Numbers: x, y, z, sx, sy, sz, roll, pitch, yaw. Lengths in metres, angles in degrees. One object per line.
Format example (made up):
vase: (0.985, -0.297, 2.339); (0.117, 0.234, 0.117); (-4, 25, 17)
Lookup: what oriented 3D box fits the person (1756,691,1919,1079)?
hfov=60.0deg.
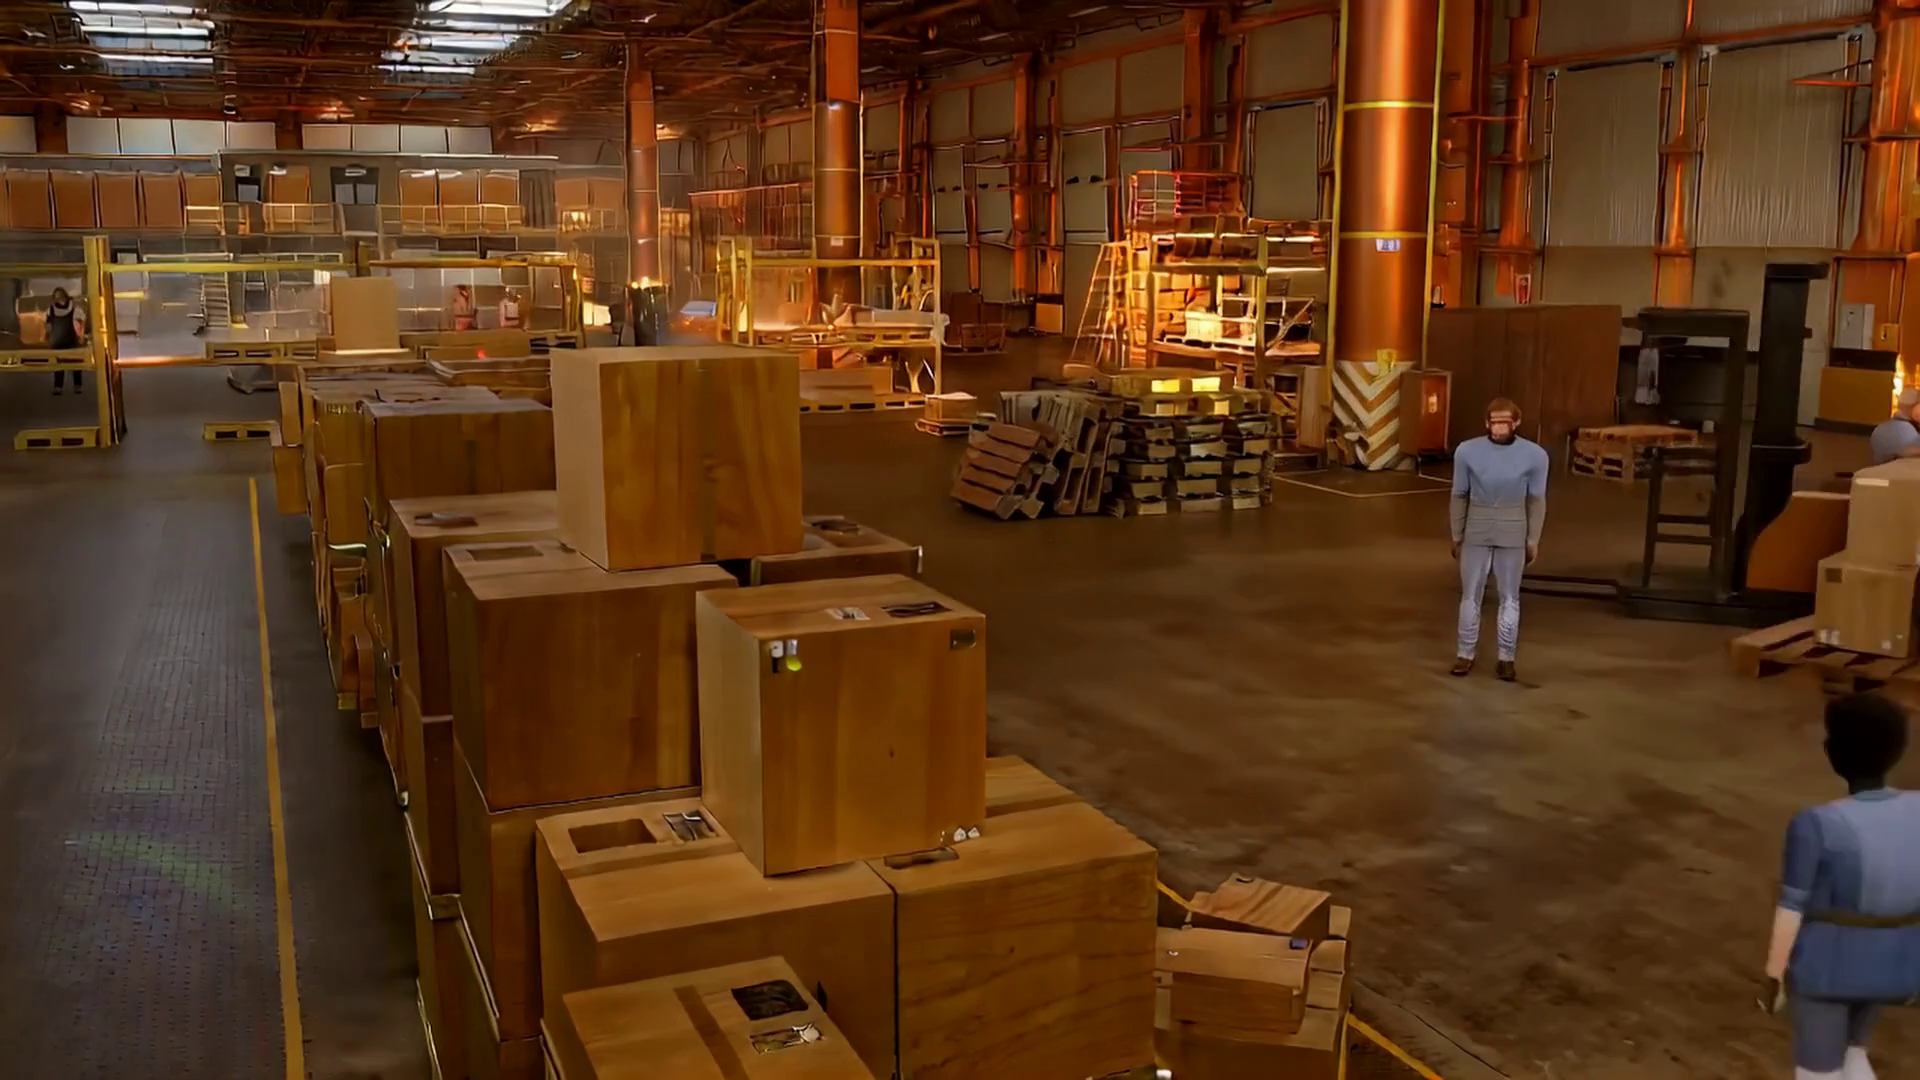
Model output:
person: (2.624, 1.274, 4.929); (0.546, 1.682, 0.371); (-2, 11, -14)

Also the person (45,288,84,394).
person: (-17.363, -3.858, 32.266); (0.673, 2.000, 0.536); (-3, 11, -17)

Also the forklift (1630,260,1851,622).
forklift: (6.407, -0.794, 13.062); (1.873, 2.768, 1.129); (5, 11, 25)

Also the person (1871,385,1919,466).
person: (6.960, -0.190, 12.367); (0.371, 1.930, 0.636); (1, 10, 3)

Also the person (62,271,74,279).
person: (-27.332, -7.265, 51.163); (0.378, 1.996, 0.610); (-4, 11, -21)

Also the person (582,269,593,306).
person: (-13.327, -8.713, 59.401); (0.584, 1.911, 0.391); (7, 13, 34)

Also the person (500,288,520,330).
person: (-10.432, -4.878, 38.397); (0.806, 1.863, 0.587); (6, 12, 31)

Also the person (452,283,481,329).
person: (-11.918, -5.262, 40.359); (0.848, 1.917, 0.609); (7, 12, 32)

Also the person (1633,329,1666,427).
person: (10.240, -2.312, 24.699); (0.458, 1.682, 0.541); (2, 10, 9)

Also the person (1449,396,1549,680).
person: (3.654, -0.012, 11.350); (0.629, 1.940, 0.373); (4, 11, 21)

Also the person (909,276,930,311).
person: (-1.236, -7.274, 51.673); (0.640, 1.824, 0.526); (-2, 11, -12)

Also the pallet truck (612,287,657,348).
pallet truck: (-6.464, -4.406, 35.401); (0.823, 1.965, 1.885); (6, 12, 32)

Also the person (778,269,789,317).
person: (-6.804, -9.428, 63.543); (0.452, 1.827, 0.532); (8, 13, 37)
